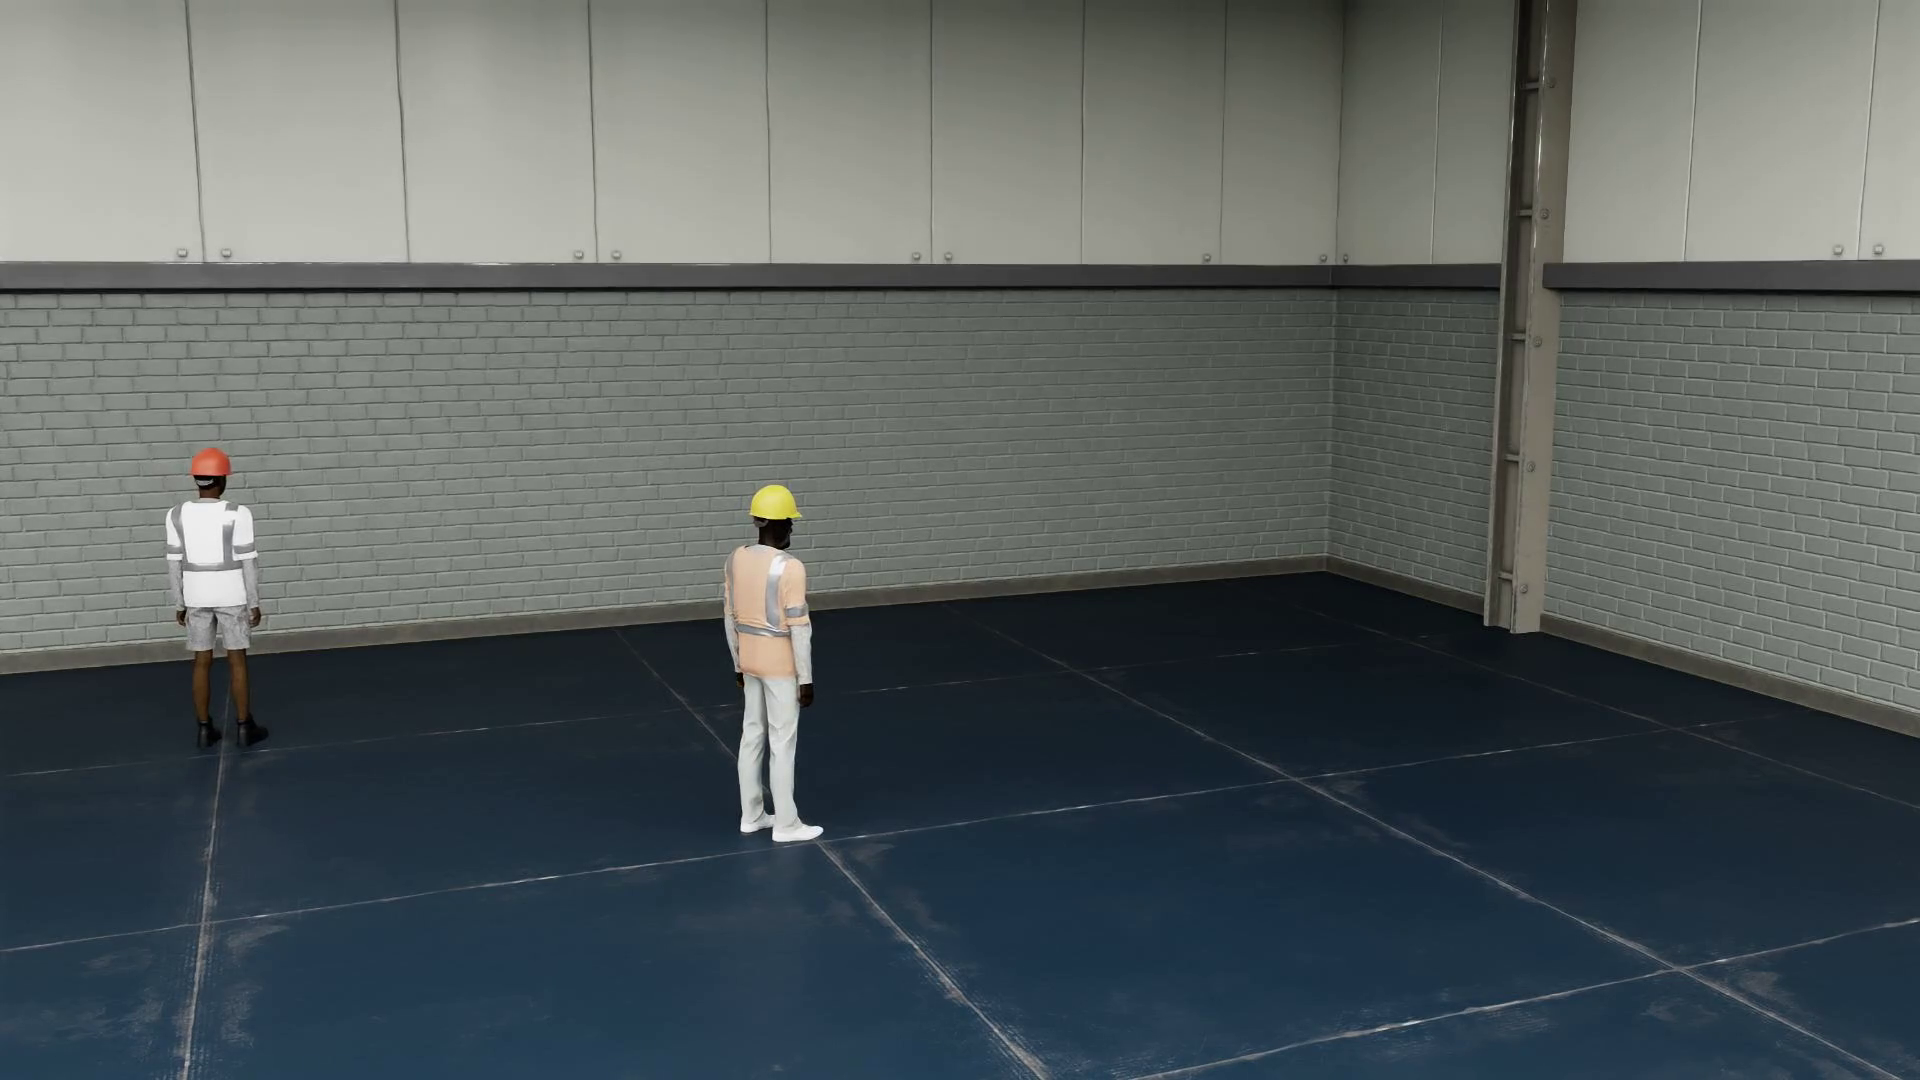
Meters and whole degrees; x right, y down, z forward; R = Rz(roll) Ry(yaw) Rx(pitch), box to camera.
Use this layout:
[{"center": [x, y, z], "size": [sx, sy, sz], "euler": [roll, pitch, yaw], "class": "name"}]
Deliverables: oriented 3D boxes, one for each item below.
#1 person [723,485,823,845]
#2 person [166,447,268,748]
[{"center": [-1.000, 0.662, 8.911], "size": [0.594, 1.926, 0.367], "euler": [8, 12, 40], "class": "person"}, {"center": [-4.778, 0.371, 10.709], "size": [0.549, 1.936, 0.377], "euler": [0, 9, -3], "class": "person"}]
